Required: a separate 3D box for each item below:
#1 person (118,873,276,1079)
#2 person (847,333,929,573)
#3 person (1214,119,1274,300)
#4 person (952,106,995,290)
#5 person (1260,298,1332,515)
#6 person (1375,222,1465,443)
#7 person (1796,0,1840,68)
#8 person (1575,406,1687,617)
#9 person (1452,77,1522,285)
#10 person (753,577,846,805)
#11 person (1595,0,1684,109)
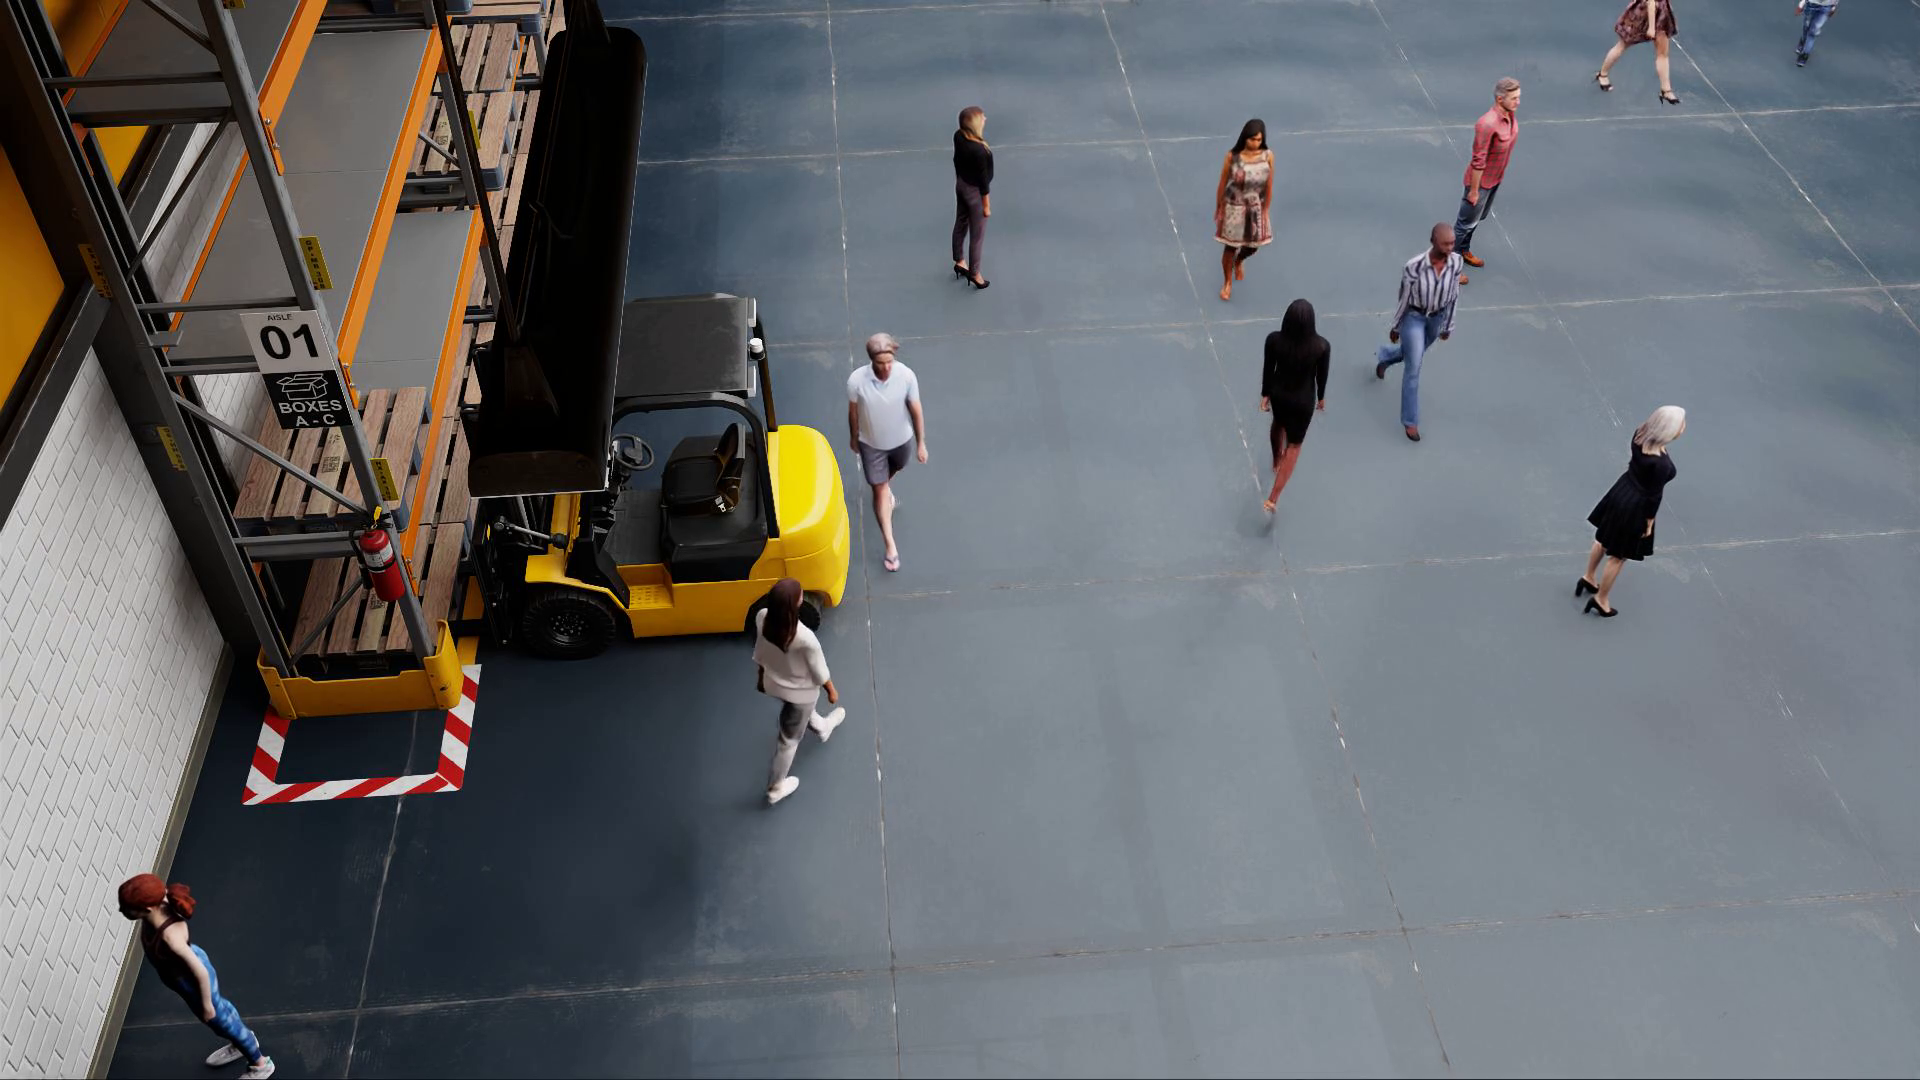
[{"bbox_3d":[-3.897,2.254,8.464,0.728,1.785,0.651,-29,51,-27],"label":"person"},{"bbox_3d":[-0.528,-0.767,11.635,0.758,1.786,1.204,-8,44,-9],"label":"person"},{"bbox_3d":[2.371,-2.806,13.886,0.701,1.634,0.720,4,44,4],"label":"person"},{"bbox_3d":[0.092,-2.872,13.928,0.743,1.671,0.623,-24,48,-23],"label":"person"},{"bbox_3d":[2.362,-0.949,11.894,0.982,1.692,1.218,16,46,17],"label":"person"},{"bbox_3d":[3.447,-1.678,12.609,0.783,1.761,1.171,-11,45,-11],"label":"person"},{"bbox_3d":[8.829,-5.531,17.041,0.800,1.227,0.938,22,48,21],"label":"person"},{"bbox_3d":[4.477,-0.202,11.075,0.671,1.741,0.491,-4,44,-4],"label":"person"},{"bbox_3d":[4.411,-3.063,14.014,0.816,1.829,0.737,27,50,26],"label":"person"},{"bbox_3d":[-1.048,0.927,9.957,1.044,1.647,1.139,27,50,26],"label":"person"},{"bbox_3d":[6.611,-5.087,16.215,1.205,1.723,1.117,32,52,29],"label":"person"}]
